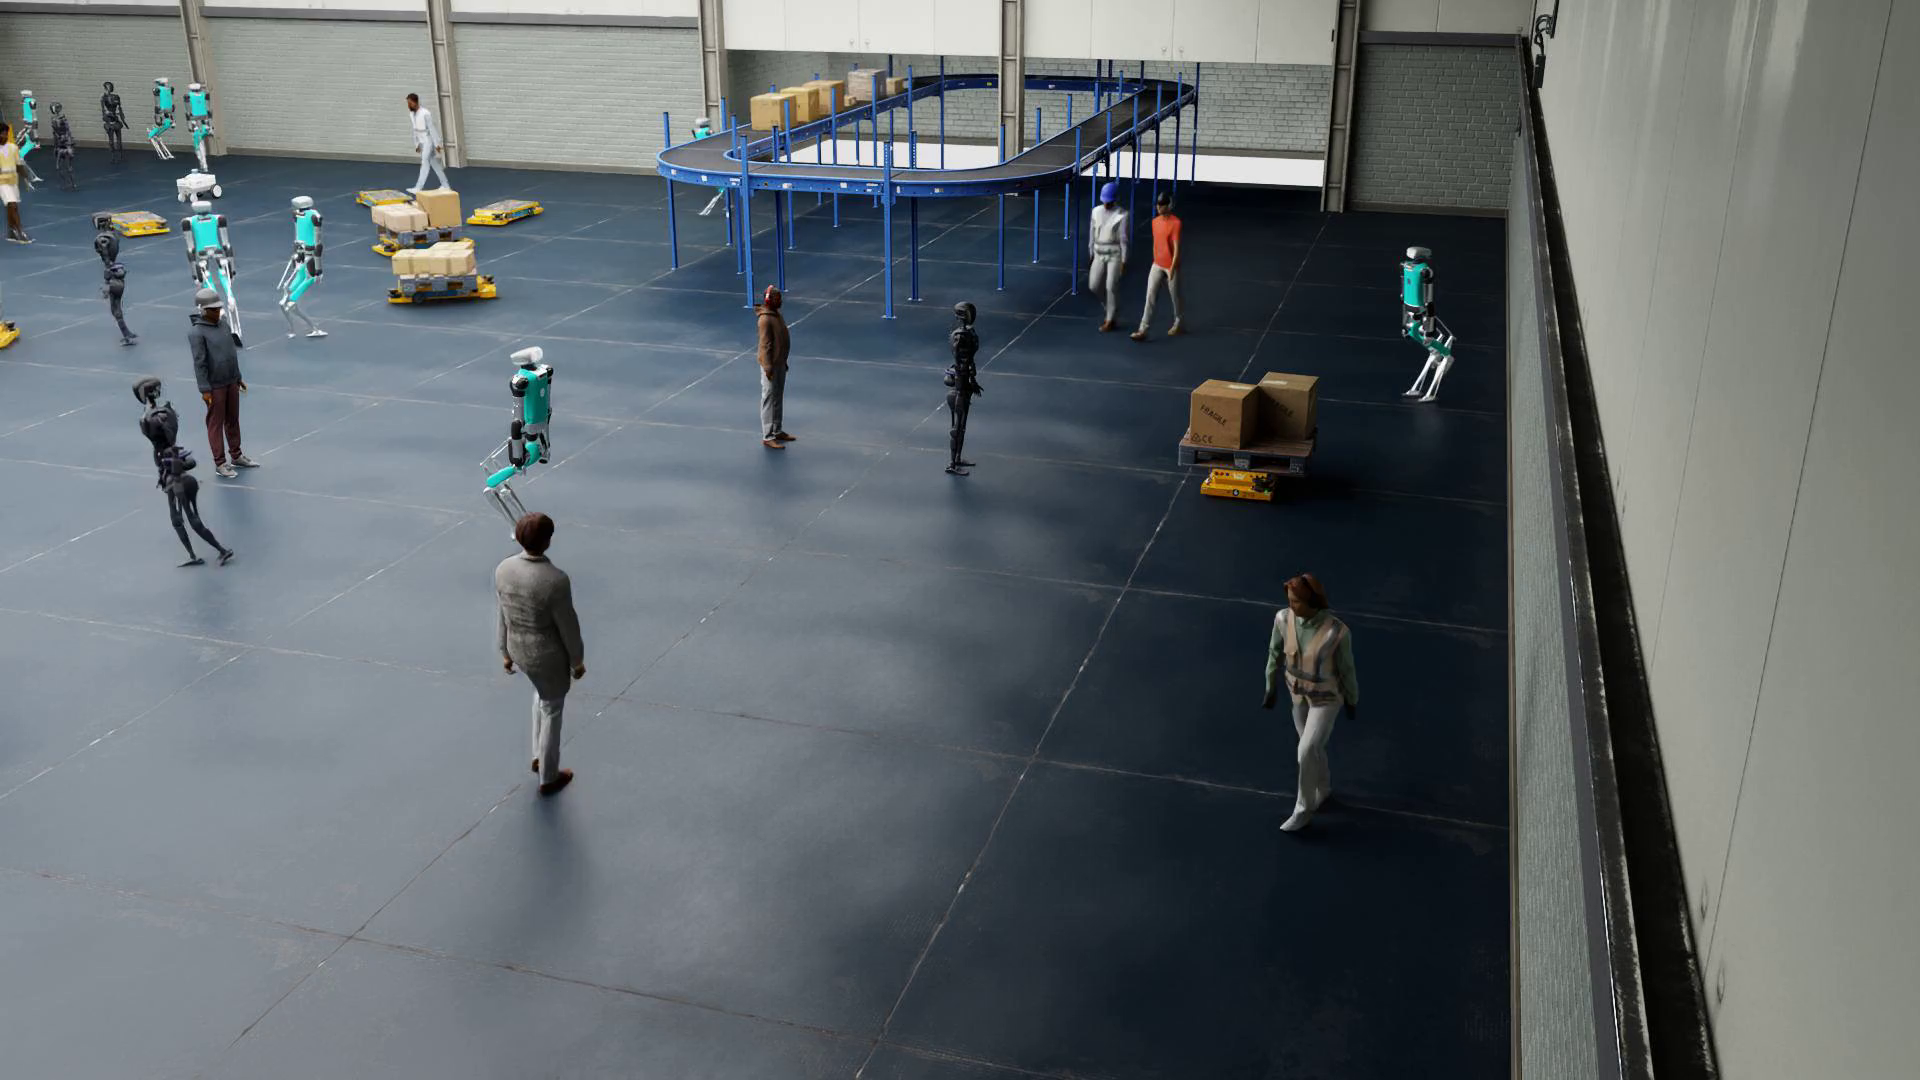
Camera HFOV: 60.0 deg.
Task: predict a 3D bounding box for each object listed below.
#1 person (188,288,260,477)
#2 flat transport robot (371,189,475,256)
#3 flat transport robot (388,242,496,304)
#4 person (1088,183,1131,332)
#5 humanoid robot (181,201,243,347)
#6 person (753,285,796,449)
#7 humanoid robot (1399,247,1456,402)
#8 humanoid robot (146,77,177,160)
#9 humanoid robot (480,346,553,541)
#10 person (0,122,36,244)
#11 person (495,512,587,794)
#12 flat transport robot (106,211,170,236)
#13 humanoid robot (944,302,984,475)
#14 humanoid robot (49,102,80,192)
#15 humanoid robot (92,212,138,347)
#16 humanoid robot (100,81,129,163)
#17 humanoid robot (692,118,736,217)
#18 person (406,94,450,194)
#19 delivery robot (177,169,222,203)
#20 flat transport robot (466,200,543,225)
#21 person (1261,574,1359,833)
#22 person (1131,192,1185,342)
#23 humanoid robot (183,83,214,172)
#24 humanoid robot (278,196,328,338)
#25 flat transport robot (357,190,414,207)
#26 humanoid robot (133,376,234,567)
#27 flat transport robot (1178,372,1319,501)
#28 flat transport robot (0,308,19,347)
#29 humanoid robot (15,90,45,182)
[{"bbox_3d":[-7.116,-1.522,15.977,0.367,1.813,0.539,6,22,15],"label":"person"},{"bbox_3d":[-8.550,-4.729,26.443,1.431,0.231,0.659,-15,26,-34],"label":"flat transport robot"},{"bbox_3d":[-7.246,-3.507,23.273,1.431,0.231,0.659,-6,22,-16],"label":"flat transport robot"},{"bbox_3d":[1.909,-3.624,21.289,0.647,1.912,0.490,17,27,37],"label":"person"},{"bbox_3d":[-9.200,-3.273,20.641,0.530,1.741,1.010,-14,25,-32],"label":"humanoid robot"},{"bbox_3d":[-1.890,-1.757,16.810,0.335,1.651,0.458,6,22,15],"label":"person"},{"bbox_3d":[5.146,-2.364,18.162,0.760,1.700,0.530,-7,22,-19],"label":"humanoid robot"},{"bbox_3d":[-16.806,-8.836,34.864,0.735,1.681,0.533,6,22,16],"label":"humanoid robot"},{"bbox_3d":[-3.792,-0.820,14.074,0.735,1.681,0.533,6,22,16],"label":"humanoid robot"},{"bbox_3d":[-15.224,-5.733,26.739,0.878,1.924,0.644,7,22,19],"label":"person"},{"bbox_3d":[-2.544,0.686,10.251,0.543,1.814,0.489,9,23,22],"label":"person"},{"bbox_3d":[-13.854,-5.323,27.984,0.659,0.231,1.431,-17,27,-37],"label":"flat transport robot"},{"bbox_3d":[0.032,-1.485,16.051,0.315,1.657,0.599,6,22,16],"label":"humanoid robot"},{"bbox_3d":[-16.996,-7.456,31.555,0.610,1.654,0.320,14,25,31],"label":"humanoid robot"},{"bbox_3d":[-10.504,-3.232,20.599,0.332,1.654,0.588,-8,22,-20],"label":"humanoid robot"},{"bbox_3d":[-17.829,-8.810,35.047,0.315,1.659,0.599,6,22,16],"label":"humanoid robot"},{"bbox_3d":[-4.223,-6.518,29.122,1.071,1.744,0.531,-19,28,-41],"label":"humanoid robot"},{"bbox_3d":[-10.115,-7.450,31.311,0.937,1.850,0.605,-16,26,-36],"label":"person"},{"bbox_3d":[-14.118,-6.564,30.765,0.499,0.566,0.739,6,22,16],"label":"delivery robot"},{"bbox_3d":[-7.921,-5.703,28.969,0.659,0.231,1.431,6,22,16],"label":"flat transport robot"},{"bbox_3d":[2.068,0.946,9.854,0.716,1.603,0.533,-17,27,-38],"label":"person"},{"bbox_3d":[2.562,-3.428,20.874,0.481,1.861,1.012,17,27,37],"label":"person"},{"bbox_3d":[-15.589,-8.436,34.003,0.915,1.756,0.541,19,28,40],"label":"humanoid robot"},{"bbox_3d":[-8.355,-3.381,20.909,0.534,1.789,0.779,16,26,35],"label":"humanoid robot"},{"bbox_3d":[-10.385,-6.130,30.076,0.659,0.231,1.431,-14,25,-32],"label":"flat transport robot"},{"bbox_3d":[-6.398,-0.565,13.730,0.538,1.637,0.603,-13,25,-31],"label":"humanoid robot"},{"bbox_3d":[2.769,-0.708,16.015,0.659,0.231,1.431,6,22,16],"label":"flat transport robot"},{"bbox_3d":[-12.606,-2.521,20.717,1.431,0.231,0.659,-5,22,-13],"label":"flat transport robot"},{"bbox_3d":[-18.299,-7.842,32.494,0.673,1.810,0.535,-19,28,-41],"label":"humanoid robot"}]
